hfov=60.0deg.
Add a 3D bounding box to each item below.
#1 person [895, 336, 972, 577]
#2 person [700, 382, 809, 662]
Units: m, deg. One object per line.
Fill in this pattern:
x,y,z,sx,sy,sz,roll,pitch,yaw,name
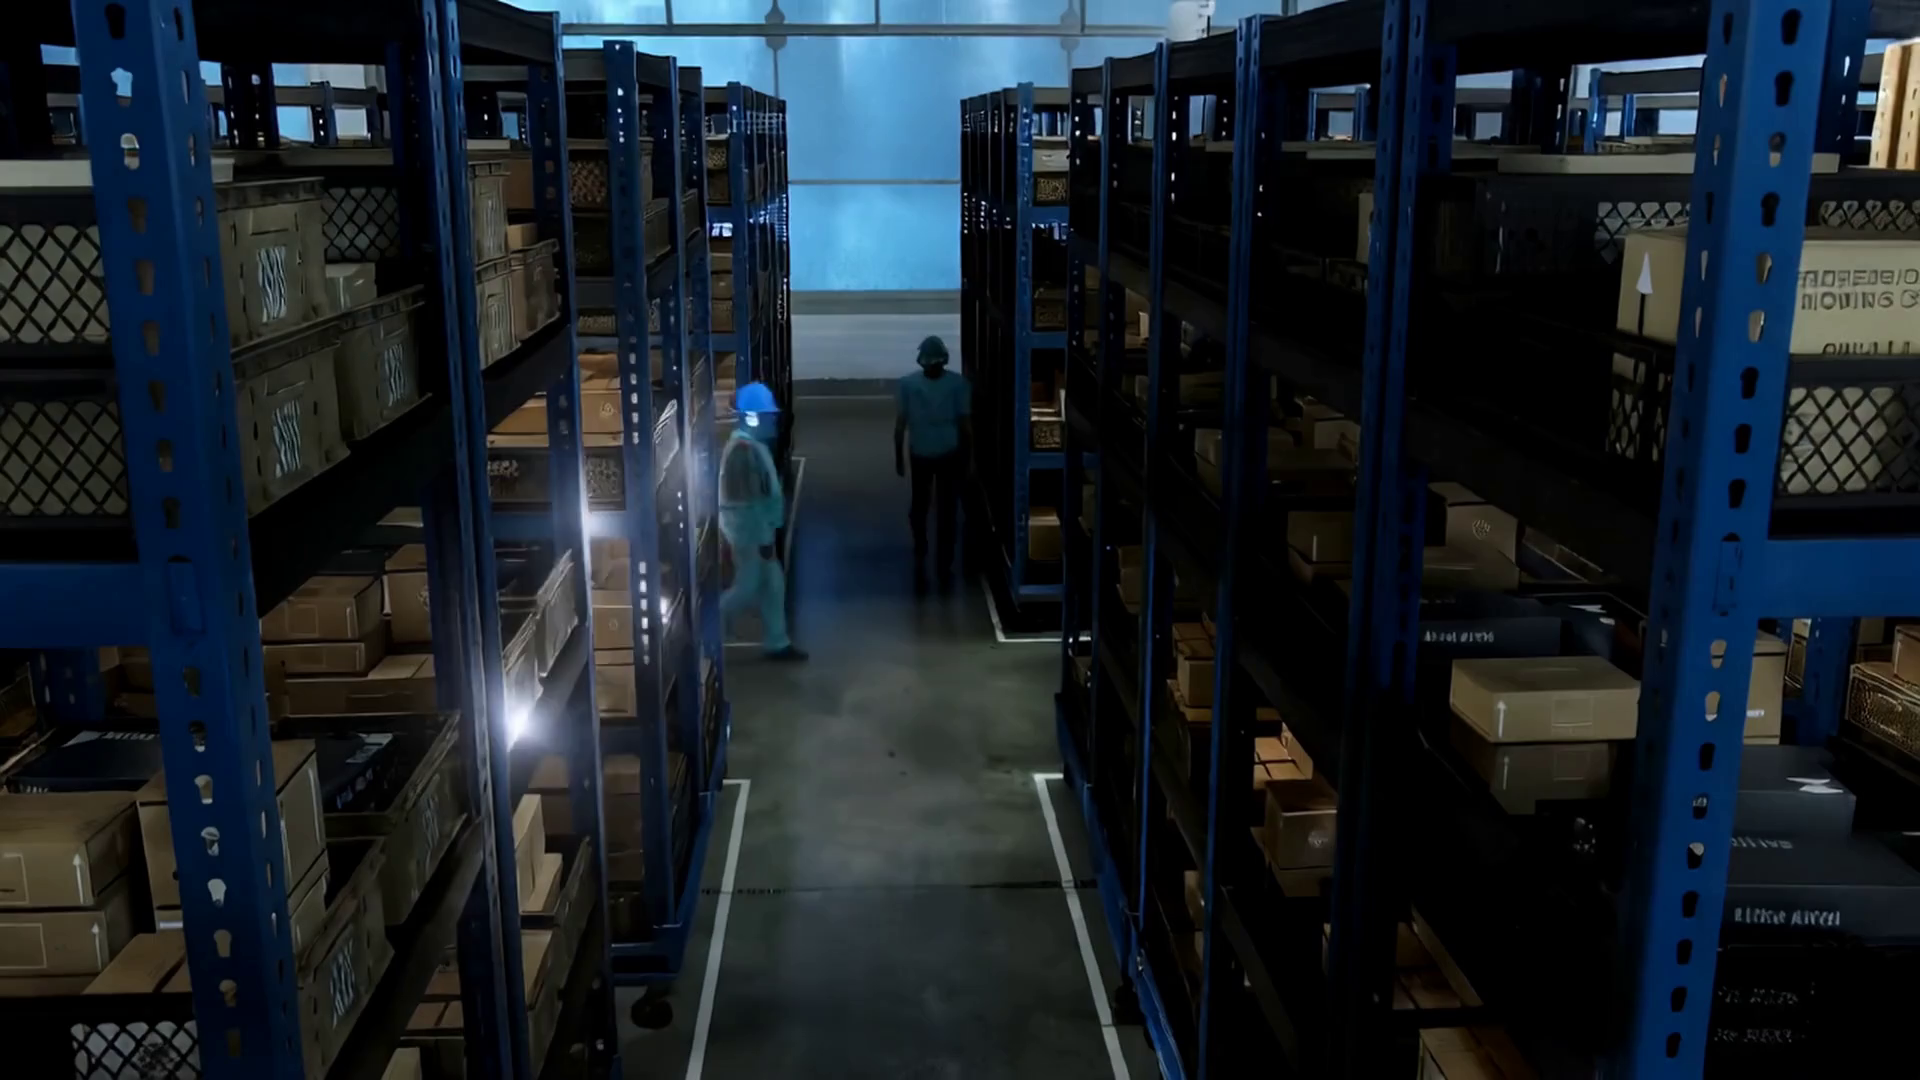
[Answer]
-0.207,-0.667,12.701,0.584,1.820,0.670,-2,14,-9,person
-1.370,-0.081,10.350,0.755,1.812,0.574,0,14,2,person
